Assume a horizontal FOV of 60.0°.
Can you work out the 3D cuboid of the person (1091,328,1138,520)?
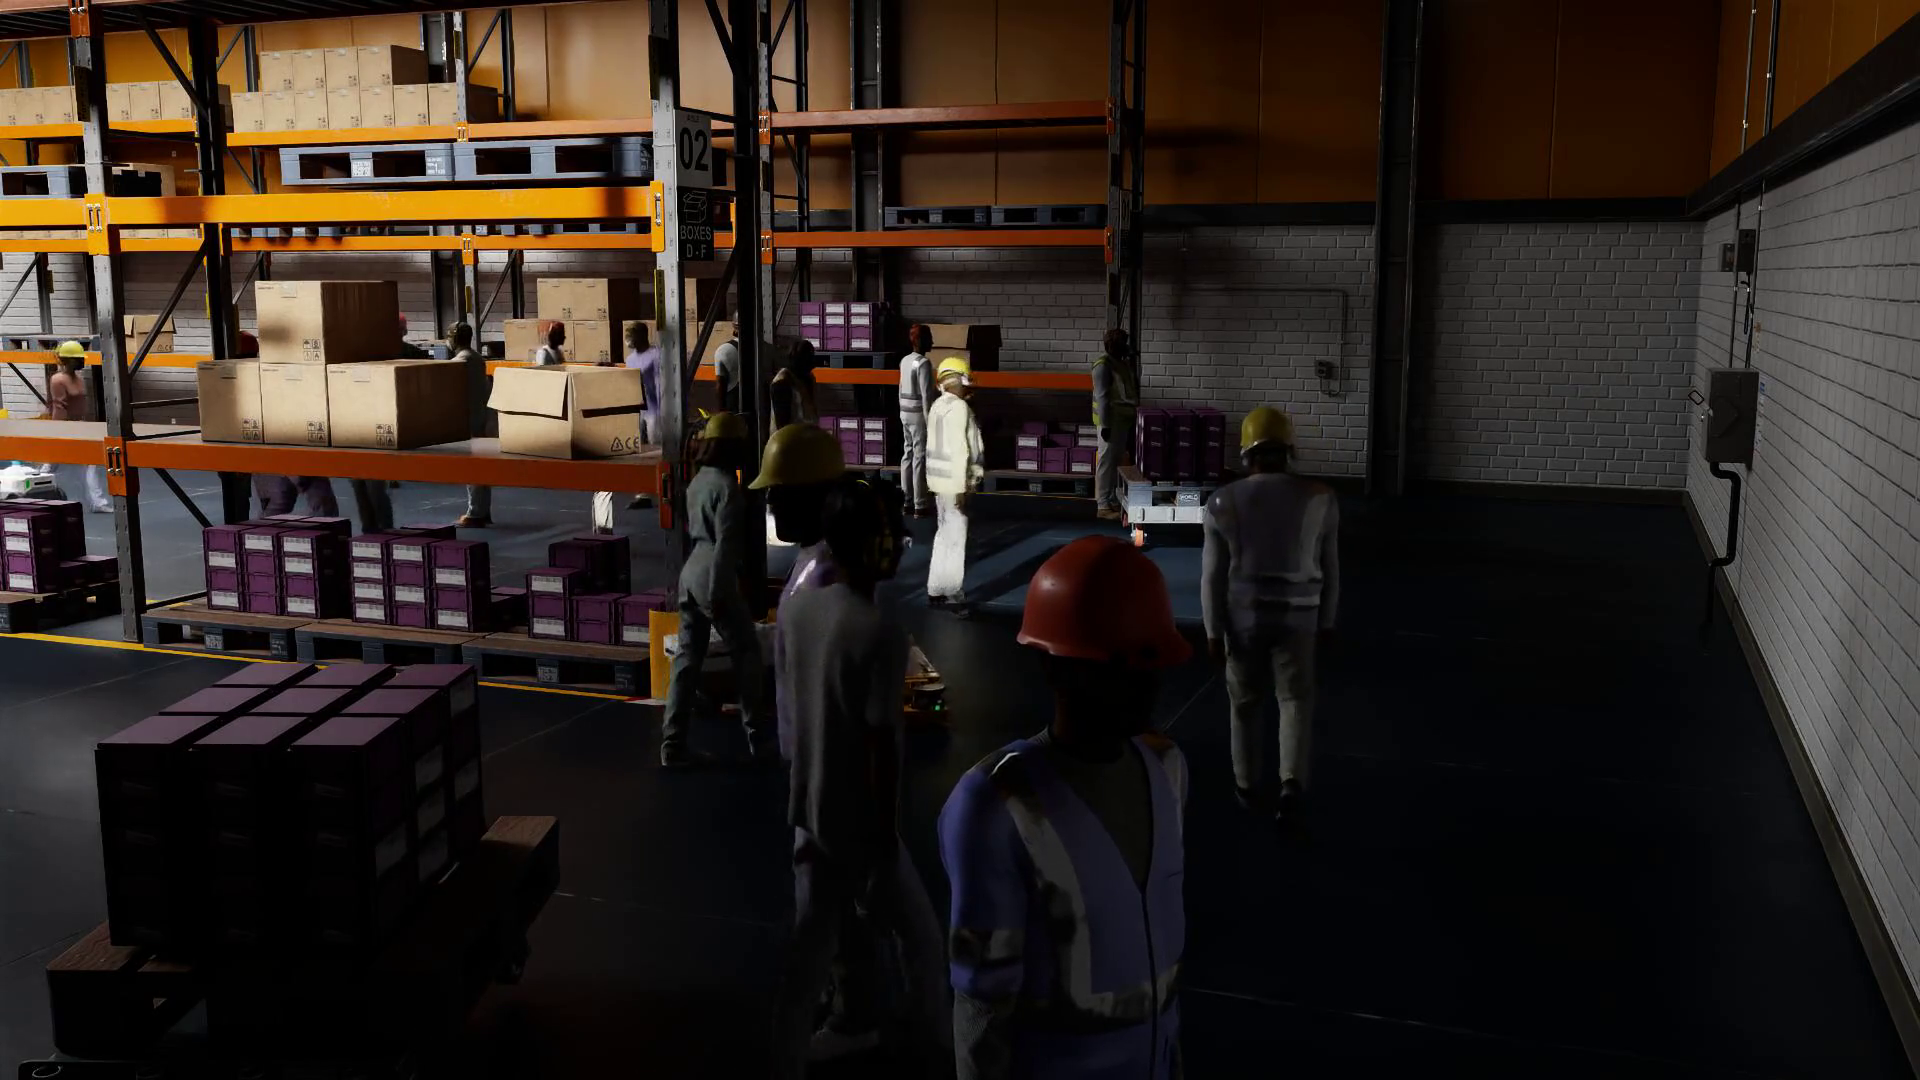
[{"bbox_3d":[1.508,-1.128,16.163,0.429,1.845,0.621,4,10,23],"label":"person"}]

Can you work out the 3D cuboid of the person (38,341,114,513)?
[{"bbox_3d":[-8.820,-1.103,16.368,0.897,1.723,0.511,1,9,8],"label":"person"}]

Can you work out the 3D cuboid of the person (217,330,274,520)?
[{"bbox_3d":[-5.471,-0.643,12.820,0.542,1.938,0.358,0,9,1],"label":"person"}]

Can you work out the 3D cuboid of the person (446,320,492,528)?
[{"bbox_3d":[-4.597,-1.078,15.546,0.352,1.937,0.635,0,9,2],"label":"person"}]

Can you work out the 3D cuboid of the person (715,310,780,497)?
[{"bbox_3d":[-2.224,-1.387,17.170,0.679,2.000,0.537,-4,10,-24],"label":"person"}]

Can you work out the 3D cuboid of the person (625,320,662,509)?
[{"bbox_3d":[-3.104,-1.284,16.937,0.646,1.911,0.790,7,11,38],"label":"person"}]

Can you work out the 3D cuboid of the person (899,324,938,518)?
[{"bbox_3d":[-0.400,-1.153,16.192,0.362,1.882,0.576,-4,10,-26],"label":"person"}]

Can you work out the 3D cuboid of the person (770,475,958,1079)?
[{"bbox_3d":[-0.208,0.740,4.477,0.515,1.838,0.877,9,13,44],"label":"person"}]

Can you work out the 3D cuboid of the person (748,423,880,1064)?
[{"bbox_3d":[-0.429,0.607,5.008,0.386,1.922,0.594,-1,9,-7],"label":"person"}]

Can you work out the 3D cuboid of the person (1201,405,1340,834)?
[{"bbox_3d":[1.322,0.330,7.102,0.593,1.812,0.765,1,9,9],"label":"person"}]

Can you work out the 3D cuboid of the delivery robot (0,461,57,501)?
[{"bbox_3d":[-9.188,-0.546,16.244,0.707,0.478,0.477,4,10,25],"label":"delivery robot"}]

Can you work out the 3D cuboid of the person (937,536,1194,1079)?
[{"bbox_3d":[0.219,0.951,2.810,0.358,1.938,0.541,9,12,43],"label":"person"}]

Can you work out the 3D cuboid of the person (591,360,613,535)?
[{"bbox_3d":[-3.006,-0.699,14.094,0.307,1.645,0.512,-3,10,-18],"label":"person"}]

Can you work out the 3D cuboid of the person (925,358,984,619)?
[{"bbox_3d":[-0.034,-0.359,11.544,0.406,1.784,0.664,-2,9,-12],"label":"person"}]

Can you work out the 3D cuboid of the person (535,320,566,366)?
[{"bbox_3d":[-4.491,-1.494,18.396,0.445,1.866,0.581,2,9,14],"label":"person"}]

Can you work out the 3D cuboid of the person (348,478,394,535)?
[{"bbox_3d":[-4.853,-0.755,13.573,0.649,1.919,0.447,2,9,12],"label":"person"}]

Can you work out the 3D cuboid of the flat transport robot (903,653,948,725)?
[{"bbox_3d":[-0.506,0.759,9.232,0.652,0.197,1.431,-2,9,-10],"label":"flat transport robot"}]

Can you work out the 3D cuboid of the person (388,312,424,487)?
[{"bbox_3d":[-6.313,-1.580,18.652,0.605,1.959,0.992,-3,10,-20],"label":"person"}]

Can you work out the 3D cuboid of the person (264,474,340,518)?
[{"bbox_3d":[-5.035,-0.577,12.722,0.779,1.855,0.668,-8,12,-41],"label":"person"}]

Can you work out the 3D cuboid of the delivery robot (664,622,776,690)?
[{"bbox_3d":[-1.236,0.603,9.029,0.707,0.478,0.477,-5,10,-29],"label":"delivery robot"}]

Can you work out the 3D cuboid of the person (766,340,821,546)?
[{"bbox_3d":[-1.360,-0.819,14.350,0.832,1.802,0.639,4,10,25],"label":"person"}]

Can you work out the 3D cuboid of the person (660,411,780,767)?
[{"bbox_3d":[-1.141,0.228,8.080,0.807,1.689,0.504,-7,12,-38],"label":"person"}]
